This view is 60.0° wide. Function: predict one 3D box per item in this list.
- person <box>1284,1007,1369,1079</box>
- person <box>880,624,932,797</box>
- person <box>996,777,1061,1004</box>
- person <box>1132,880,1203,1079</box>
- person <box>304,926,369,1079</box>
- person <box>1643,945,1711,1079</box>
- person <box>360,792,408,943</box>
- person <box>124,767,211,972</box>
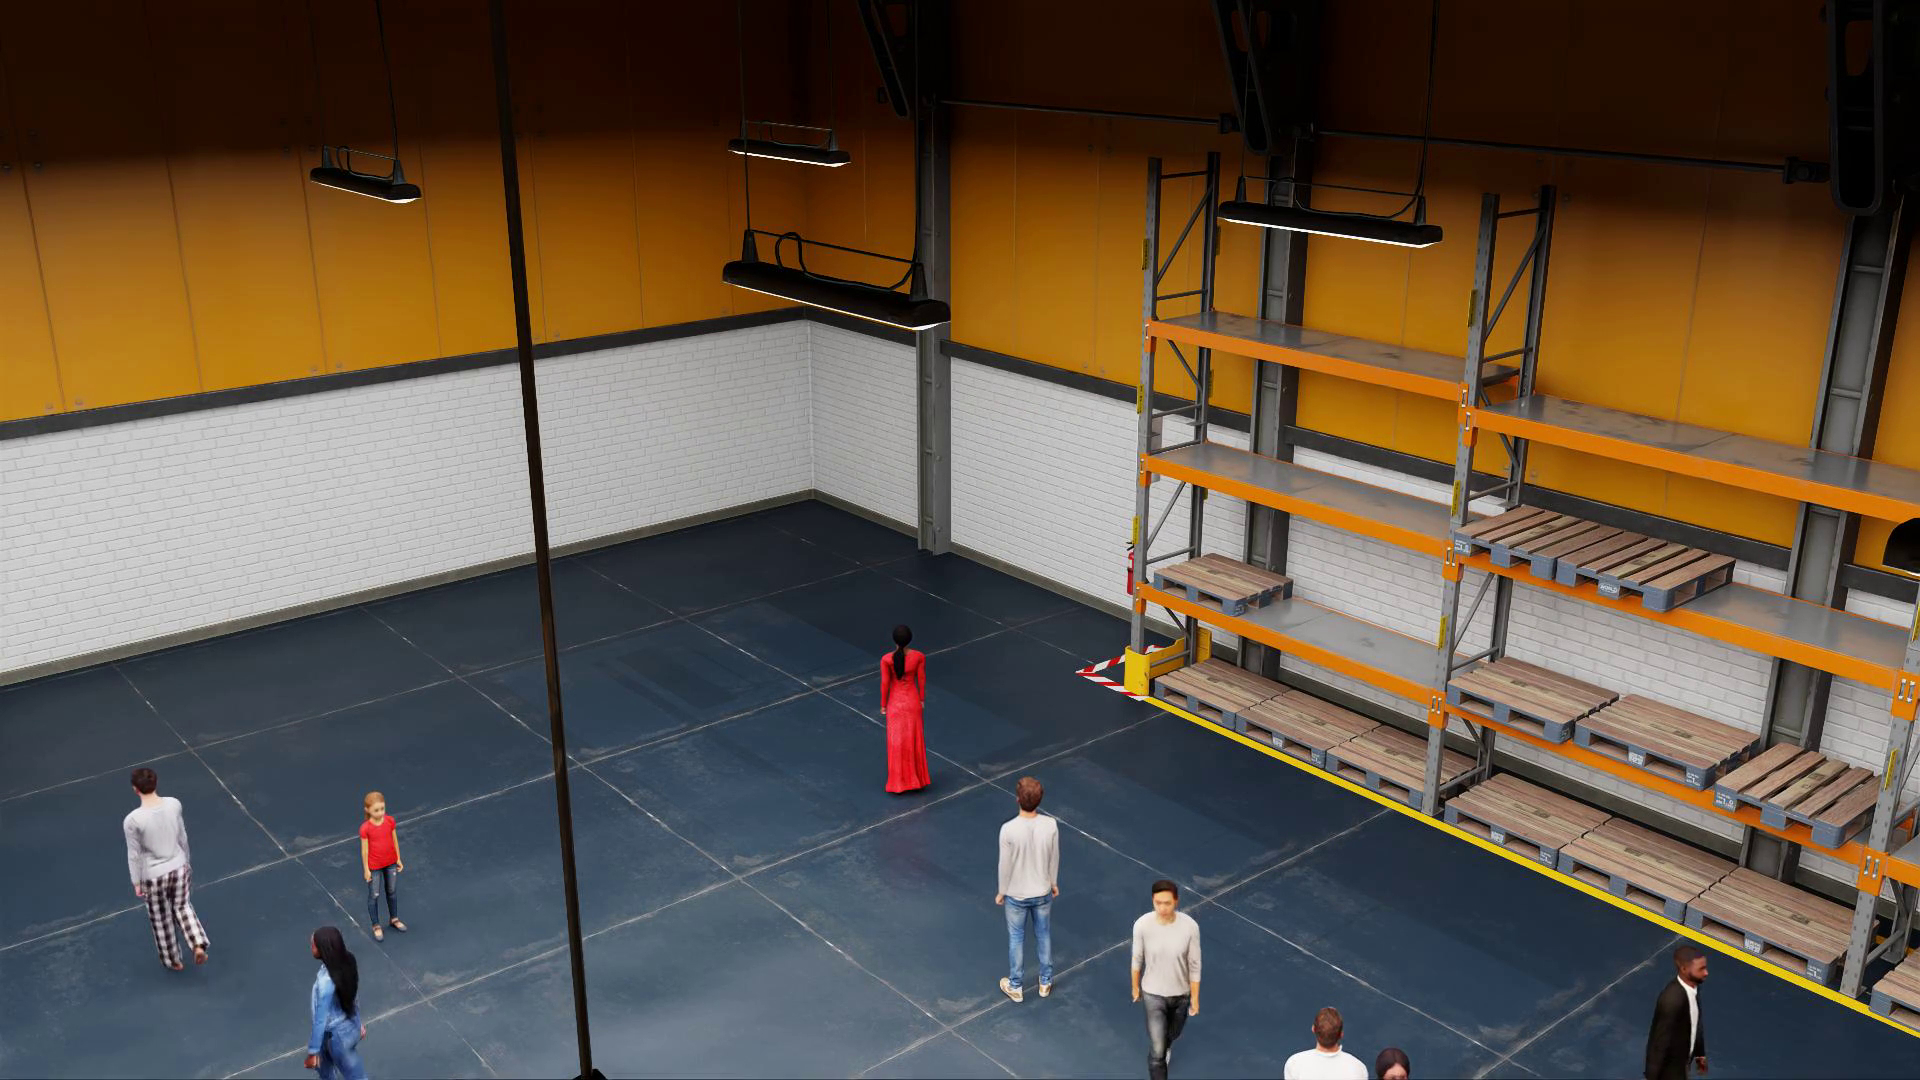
[{"bbox_3d":[2.237,3.724,10.301,0.726,1.856,0.811,4,19,11],"label":"person"},{"bbox_3d":[-0.563,1.678,16.491,0.720,1.783,0.737,-6,19,-16],"label":"person"},{"bbox_3d":[0.544,2.752,13.110,0.752,1.905,0.742,-4,19,-13],"label":"person"},{"bbox_3d":[1.485,3.199,11.983,1.104,1.777,1.216,0,19,0],"label":"person"},{"bbox_3d":[-4.149,3.428,11.445,0.983,1.687,0.982,-2,19,-5],"label":"person"},{"bbox_3d":[4.654,3.486,11.134,1.074,1.775,0.839,14,23,35],"label":"person"},{"bbox_3d":[-4.910,2.733,14.098,0.476,1.310,0.484,-16,24,-39],"label":"person"},{"bbox_3d":[-6.371,2.691,13.396,0.841,1.837,0.720,15,23,37],"label":"person"}]
